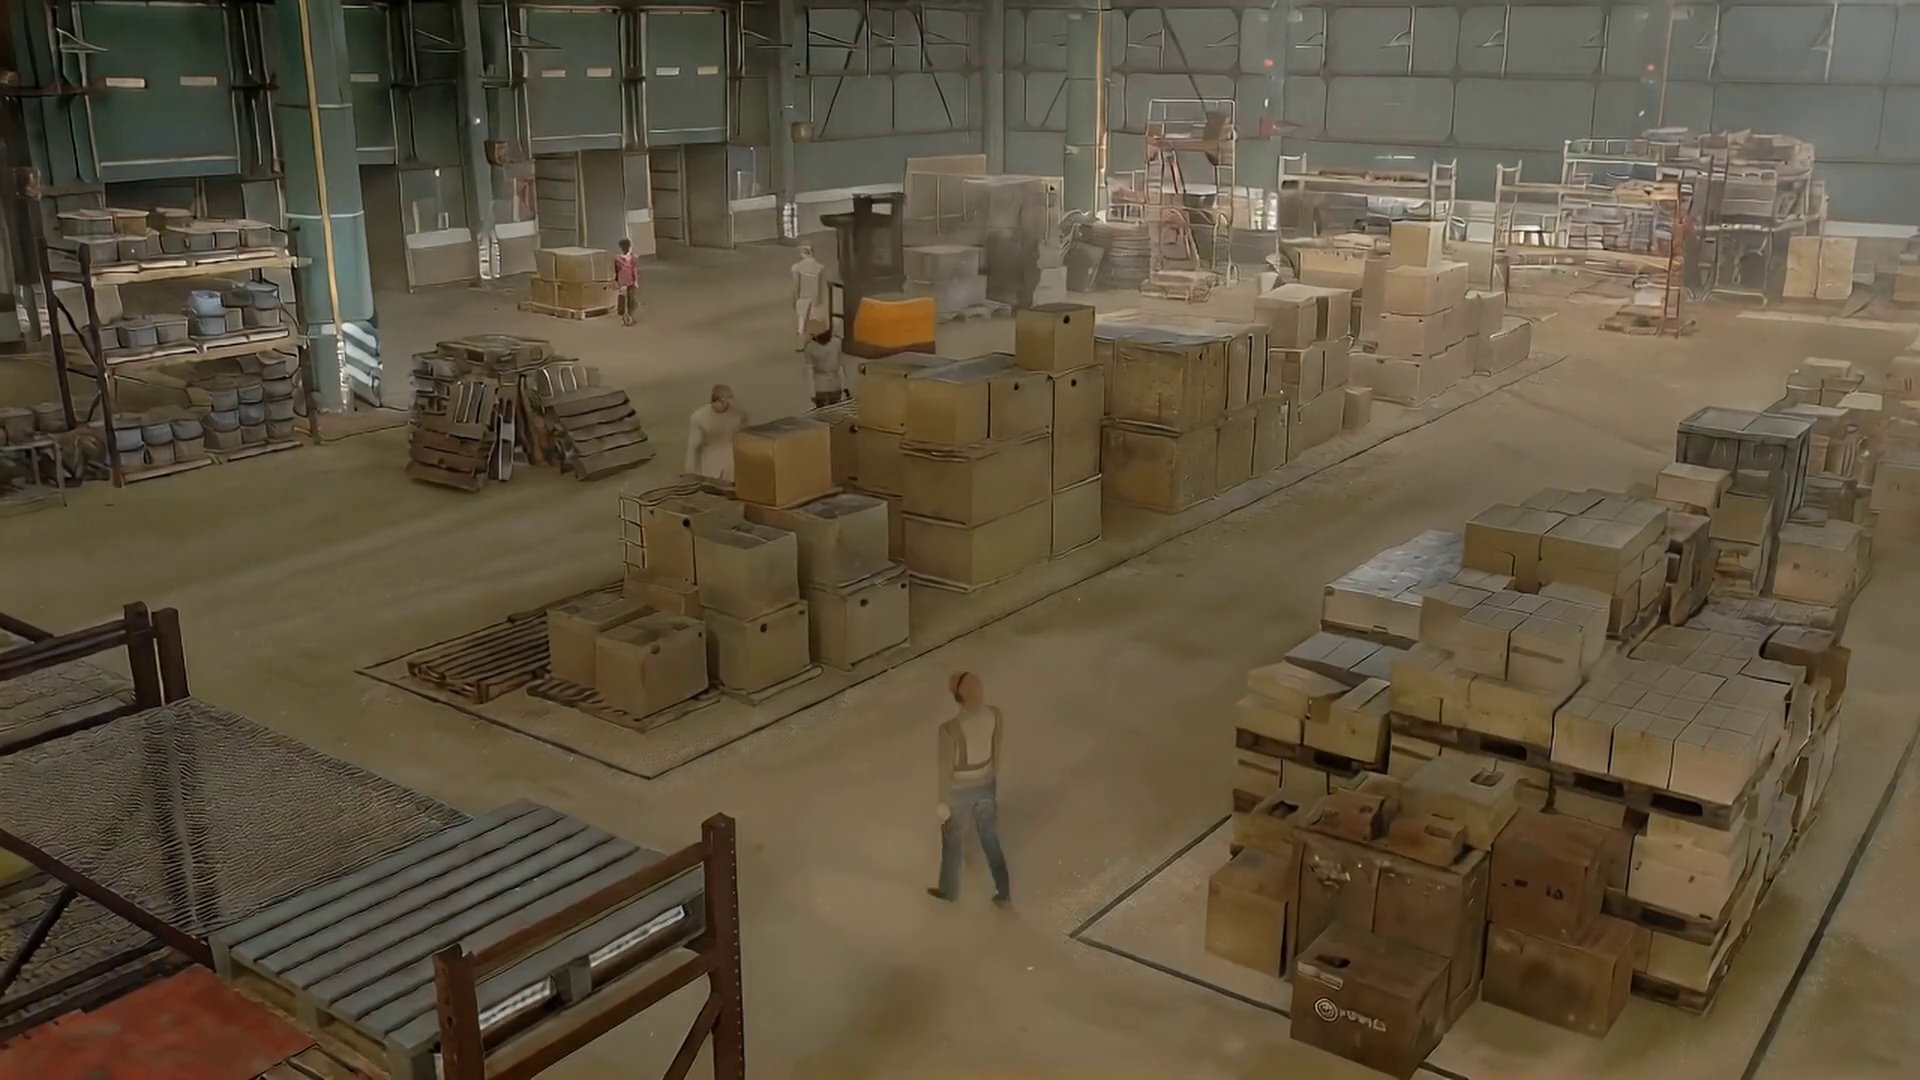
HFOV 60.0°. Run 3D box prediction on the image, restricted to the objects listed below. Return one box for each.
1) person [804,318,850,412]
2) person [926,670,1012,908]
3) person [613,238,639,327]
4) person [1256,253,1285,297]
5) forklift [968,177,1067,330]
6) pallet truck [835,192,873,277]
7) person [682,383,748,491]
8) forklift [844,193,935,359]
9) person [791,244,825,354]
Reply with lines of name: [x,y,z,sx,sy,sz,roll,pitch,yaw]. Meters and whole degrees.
person: [-1.813,-2.068,22.329,0.639,1.879,0.448,-15,23,-41]
person: [0.068,1.609,10.630,0.520,1.650,0.519,-13,21,-37]
person: [-6.502,-5.025,32.429,0.315,1.696,0.541,13,21,36]
person: [5.295,-3.946,28.478,0.544,1.925,0.448,13,21,36]
forklift: [1.139,-5.646,32.469,1.129,2.768,1.873,16,23,42]
pallet truck: [-1.936,-7.159,38.982,1.885,1.965,0.823,-12,21,-34]
person: [-2.623,-0.743,17.889,0.733,1.893,0.907,-3,17,-9]
forklift: [-1.400,-4.665,29.220,1.129,2.768,1.873,-14,22,-38]
person: [-2.706,-4.282,29.584,0.640,1.927,0.388,-9,19,-28]
